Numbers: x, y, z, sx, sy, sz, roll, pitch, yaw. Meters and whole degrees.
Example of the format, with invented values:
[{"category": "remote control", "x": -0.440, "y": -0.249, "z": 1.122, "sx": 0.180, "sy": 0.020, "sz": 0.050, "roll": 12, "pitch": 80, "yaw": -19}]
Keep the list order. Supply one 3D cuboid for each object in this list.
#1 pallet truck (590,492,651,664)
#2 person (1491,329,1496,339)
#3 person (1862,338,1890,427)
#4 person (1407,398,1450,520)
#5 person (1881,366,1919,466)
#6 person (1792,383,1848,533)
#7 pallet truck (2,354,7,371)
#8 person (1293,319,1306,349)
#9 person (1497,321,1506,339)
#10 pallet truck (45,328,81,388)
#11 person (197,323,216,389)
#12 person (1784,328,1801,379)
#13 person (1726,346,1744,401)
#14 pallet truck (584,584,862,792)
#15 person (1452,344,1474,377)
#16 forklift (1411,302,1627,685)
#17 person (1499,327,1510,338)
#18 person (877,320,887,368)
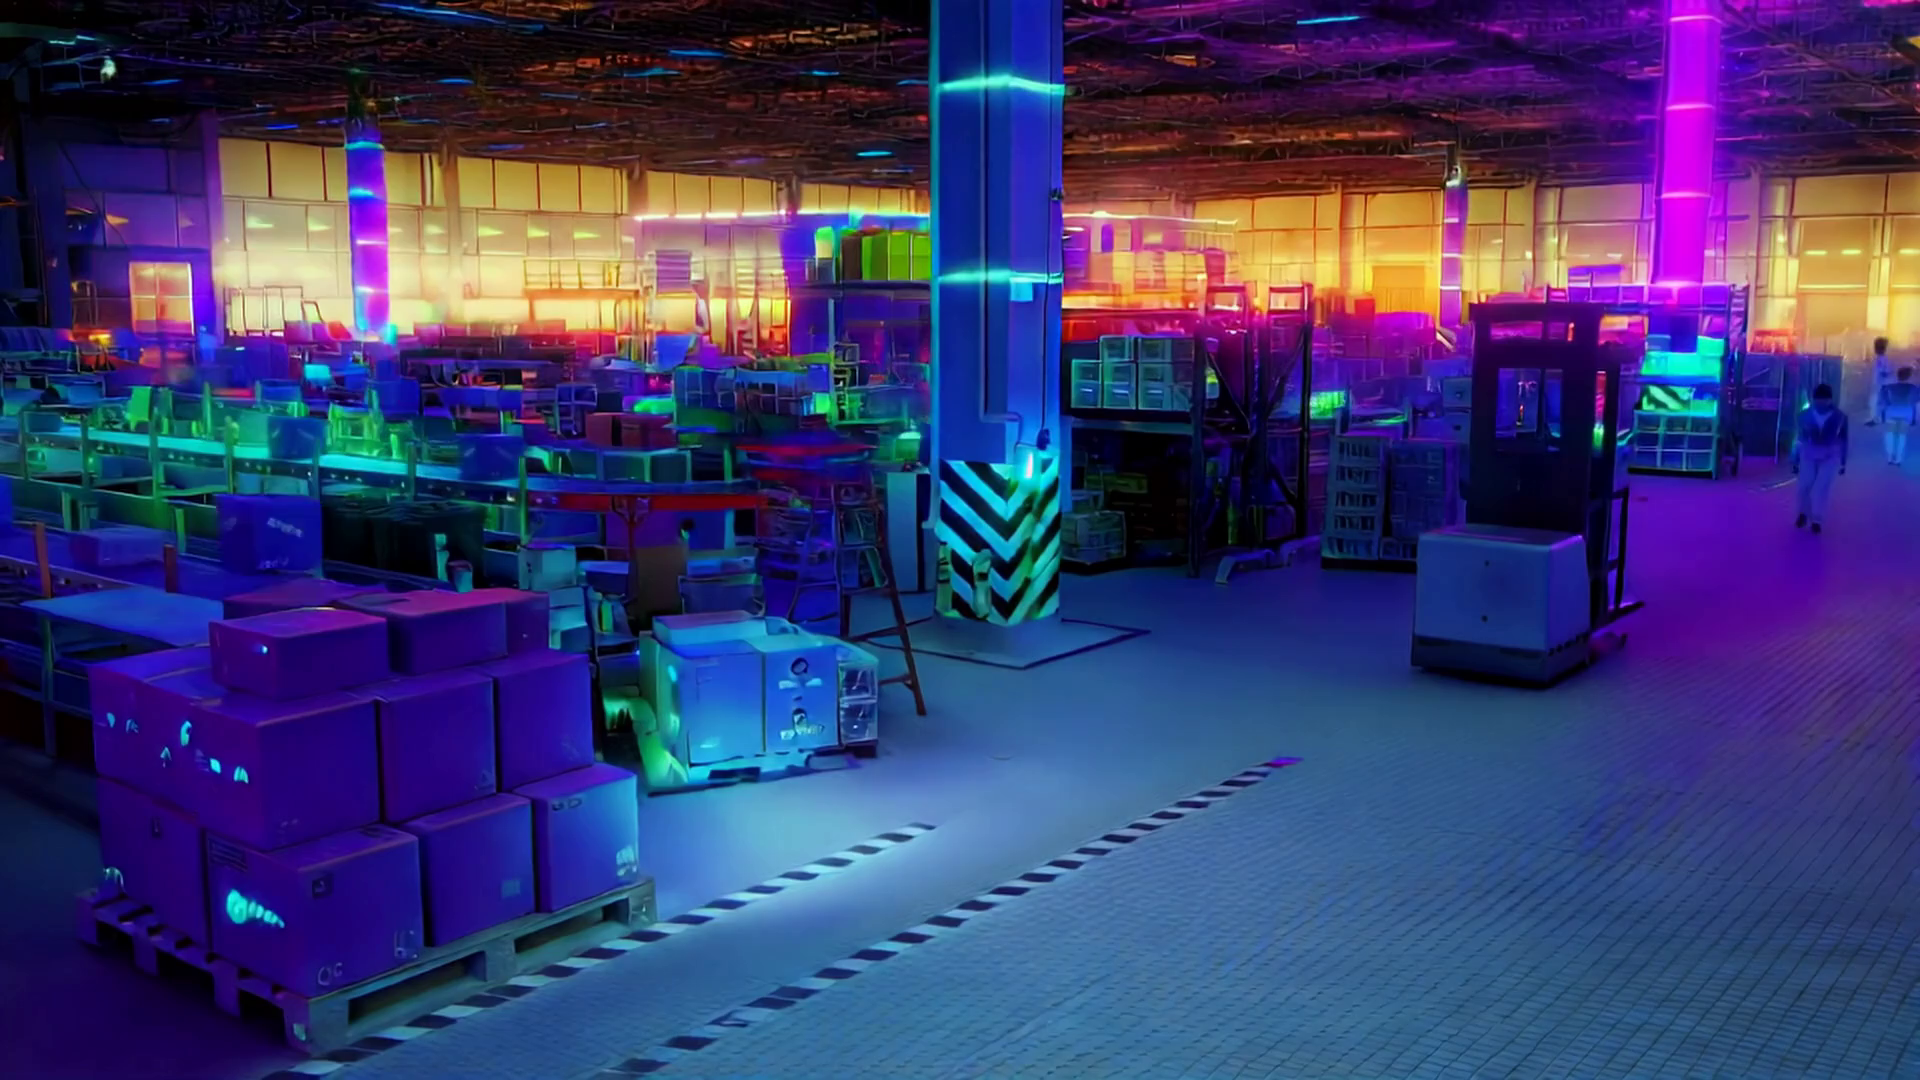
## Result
[{"category": "pallet truck", "x": -3.115, "y": 0.344, "z": 12.883, "sx": 0.653, "sy": 1.274, "sz": 1.630, "roll": 7, "pitch": 11, "yaw": 37}, {"category": "person", "x": 13.749, "y": -4.532, "z": 43.502, "sx": 0.441, "sy": 1.981, "sz": 0.625, "roll": 2, "pitch": 9, "yaw": 12}, {"category": "person", "x": 19.892, "y": -3.390, "z": 35.878, "sx": 0.560, "sy": 1.945, "sz": 0.625, "roll": 5, "pitch": 10, "yaw": 32}, {"category": "person", "x": 5.926, "y": -1.009, "z": 20.996, "sx": 0.494, "sy": 1.609, "sz": 0.551, "roll": -7, "pitch": 11, "yaw": -38}, {"category": "person", "x": 15.746, "y": -2.069, "z": 27.857, "sx": 0.546, "sy": 1.680, "sz": 0.372, "roll": 4, "pitch": 9, "yaw": 24}, {"category": "person", "x": 10.367, "y": -0.979, "z": 20.073, "sx": 0.595, "sy": 1.817, "sz": 0.425, "roll": 4, "pitch": 9, "yaw": 27}, {"category": "pallet truck", "x": -24.881, "y": -4.417, "z": 42.634, "sx": 1.885, "sy": 1.965, "sz": 0.823, "roll": 8, "pitch": 11, "yaw": 41}, {"category": "person", "x": 17.259, "y": -10.443, "z": 83.648, "sx": 0.971, "sy": 1.874, "sz": 0.619, "roll": 7, "pitch": 11, "yaw": 39}, {"category": "person", "x": 18.993, "y": -6.685, "z": 58.191, "sx": 0.461, "sy": 1.926, "sz": 0.560, "roll": 0, "pitch": 8, "yaw": -1}, {"category": "pallet truck", "x": -23.775, "y": -4.544, "z": 43.495, "sx": 1.885, "sy": 1.965, "sz": 0.823, "roll": 6, "pitch": 10, "yaw": 35}, {"category": "person", "x": -22.057, "y": -5.338, "z": 48.770, "sx": 0.736, "sy": 2.020, "sz": 0.628, "roll": 4, "pitch": 9, "yaw": 25}, {"category": "person", "x": 28.297, "y": -6.340, "z": 56.518, "sx": 0.713, "sy": 1.719, "sz": 0.488, "roll": -8, "pitch": 12, "yaw": -44}, {"category": "person", "x": 16.746, "y": -3.311, "z": 35.966, "sx": 0.542, "sy": 1.755, "sz": 0.381, "roll": -4, "pitch": 10, "yaw": -27}, {"category": "pallet truck", "x": -1.426, "y": 0.805, "z": 10.019, "sx": 1.601, "sy": 1.201, "sz": 0.680, "roll": -4, "pitch": 9, "yaw": -26}, {"category": "person", "x": 11.820, "y": -3.731, "z": 38.962, "sx": 0.925, "sy": 1.717, "sz": 0.520, "roll": -8, "pitch": 12, "yaw": -43}, {"category": "forklift", "x": 4.379, "y": -0.438, "z": 12.852, "sx": 1.129, "sy": 2.768, "sz": 1.873, "roll": 7, "pitch": 11, "yaw": 37}, {"category": "person", "x": 16.274, "y": -5.389, "z": 49.496, "sx": 0.823, "sy": 1.912, "sz": 0.550, "roll": 7, "pitch": 11, "yaw": 39}, {"category": "person", "x": -2.960, "y": -7.648, "z": 64.849, "sx": 0.560, "sy": 1.865, "sz": 0.611, "roll": -5, "pitch": 10, "yaw": -28}]
